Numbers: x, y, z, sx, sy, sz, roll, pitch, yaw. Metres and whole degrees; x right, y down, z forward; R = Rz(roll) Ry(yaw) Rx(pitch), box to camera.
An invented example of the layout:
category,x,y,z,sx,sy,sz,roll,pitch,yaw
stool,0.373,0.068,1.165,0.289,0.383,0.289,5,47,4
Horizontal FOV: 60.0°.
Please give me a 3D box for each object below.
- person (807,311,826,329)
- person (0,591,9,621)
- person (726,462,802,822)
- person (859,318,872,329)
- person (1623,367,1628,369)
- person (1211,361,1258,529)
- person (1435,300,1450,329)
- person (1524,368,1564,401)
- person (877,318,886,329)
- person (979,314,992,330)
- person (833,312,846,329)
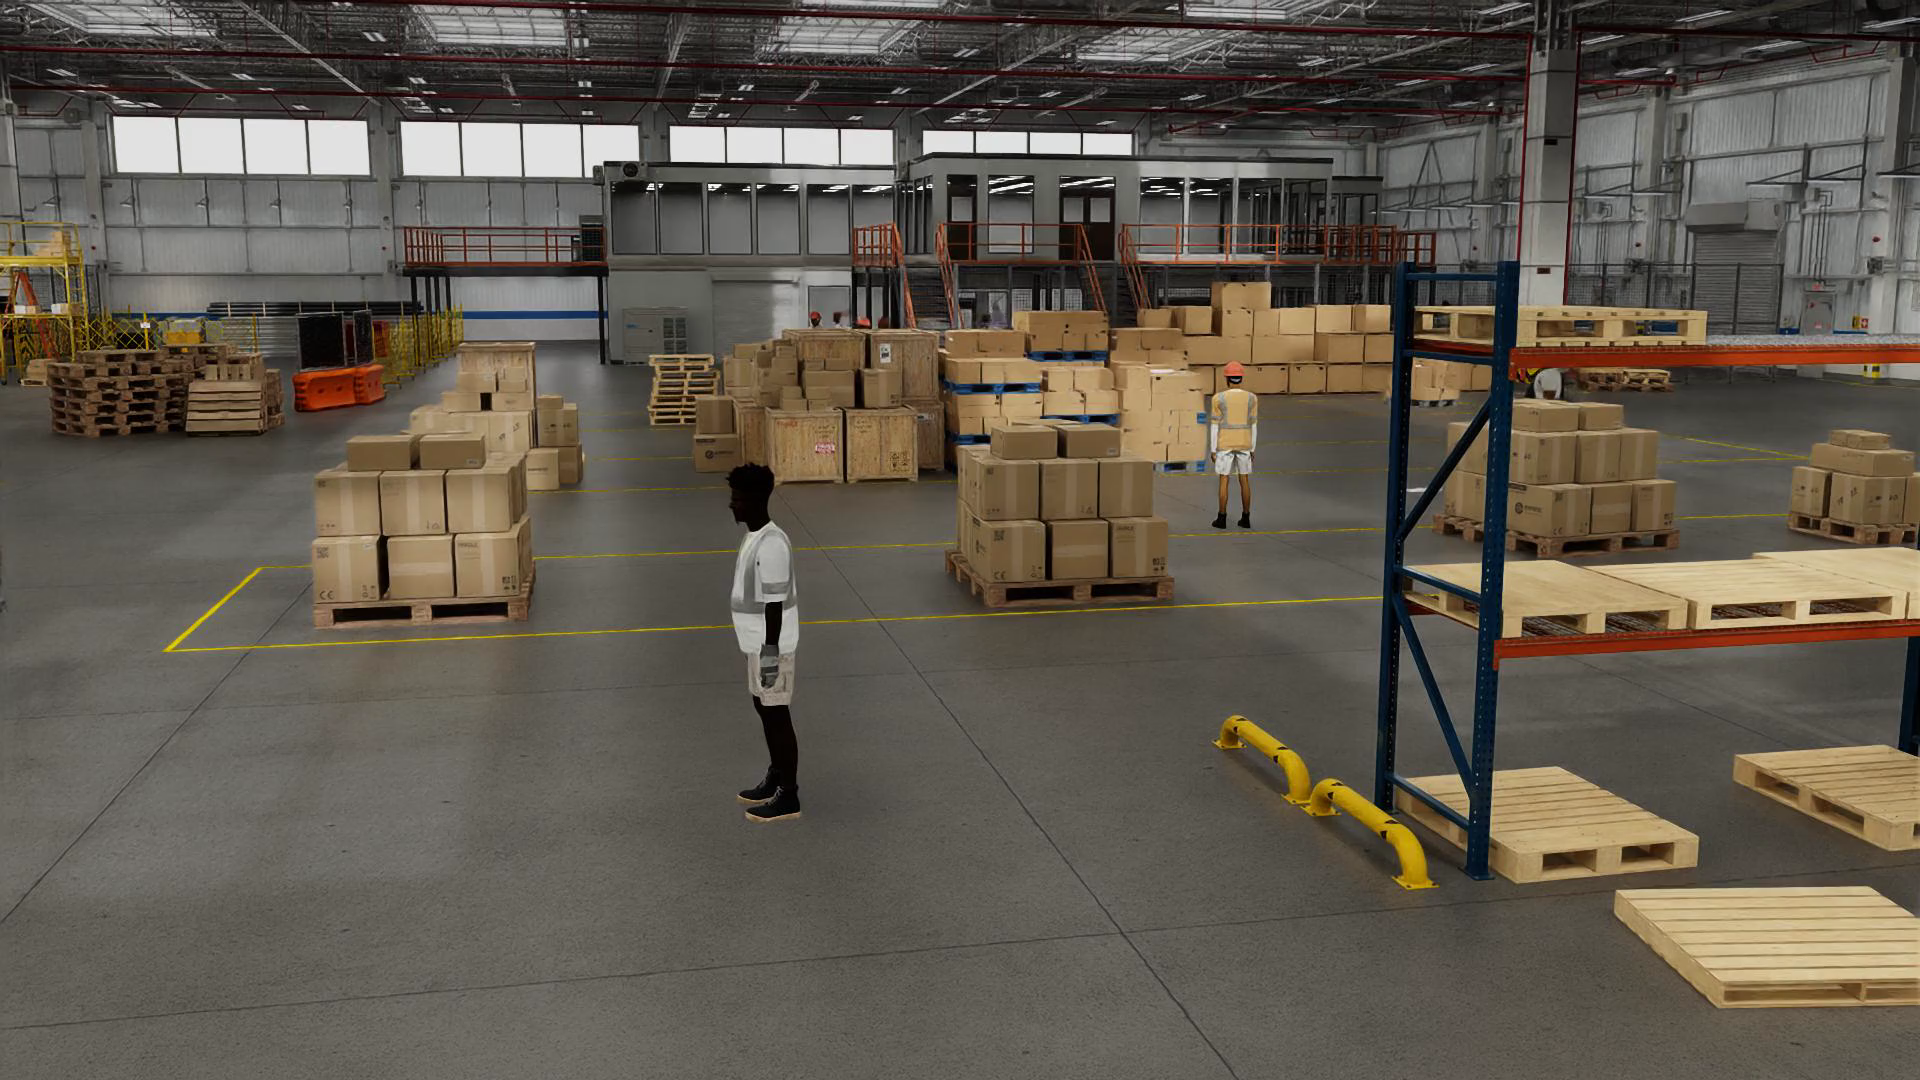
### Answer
category,x,y,z,sx,sy,sz,roll,pitch,yaw
person,-3.330,-4.287,38.446,0.608,1.995,0.377,6,11,31
person,-6.487,0.327,10.744,0.577,1.872,0.409,-5,11,-30
person,-1.073,0.548,9.108,0.378,1.958,0.606,-3,10,-17
person,-2.309,-4.068,37.538,0.845,1.876,0.564,3,10,18
person,17.138,-5.015,43.039,0.403,1.943,0.607,5,11,30
person,3.148,-1.092,19.196,0.542,1.928,0.399,-1,9,-6
person,17.476,-7.753,60.148,0.650,1.809,0.793,-5,10,-26
person,8.267,-1.827,23.310,1.010,2.000,0.694,5,11,28
person,-1.697,-4.094,37.672,0.588,1.861,0.667,-7,12,-36
person,0.732,-4.848,42.415,0.795,1.816,0.515,-1,9,-8
person,-3.188,-5.128,44.087,1.016,1.838,0.590,-4,10,-25
